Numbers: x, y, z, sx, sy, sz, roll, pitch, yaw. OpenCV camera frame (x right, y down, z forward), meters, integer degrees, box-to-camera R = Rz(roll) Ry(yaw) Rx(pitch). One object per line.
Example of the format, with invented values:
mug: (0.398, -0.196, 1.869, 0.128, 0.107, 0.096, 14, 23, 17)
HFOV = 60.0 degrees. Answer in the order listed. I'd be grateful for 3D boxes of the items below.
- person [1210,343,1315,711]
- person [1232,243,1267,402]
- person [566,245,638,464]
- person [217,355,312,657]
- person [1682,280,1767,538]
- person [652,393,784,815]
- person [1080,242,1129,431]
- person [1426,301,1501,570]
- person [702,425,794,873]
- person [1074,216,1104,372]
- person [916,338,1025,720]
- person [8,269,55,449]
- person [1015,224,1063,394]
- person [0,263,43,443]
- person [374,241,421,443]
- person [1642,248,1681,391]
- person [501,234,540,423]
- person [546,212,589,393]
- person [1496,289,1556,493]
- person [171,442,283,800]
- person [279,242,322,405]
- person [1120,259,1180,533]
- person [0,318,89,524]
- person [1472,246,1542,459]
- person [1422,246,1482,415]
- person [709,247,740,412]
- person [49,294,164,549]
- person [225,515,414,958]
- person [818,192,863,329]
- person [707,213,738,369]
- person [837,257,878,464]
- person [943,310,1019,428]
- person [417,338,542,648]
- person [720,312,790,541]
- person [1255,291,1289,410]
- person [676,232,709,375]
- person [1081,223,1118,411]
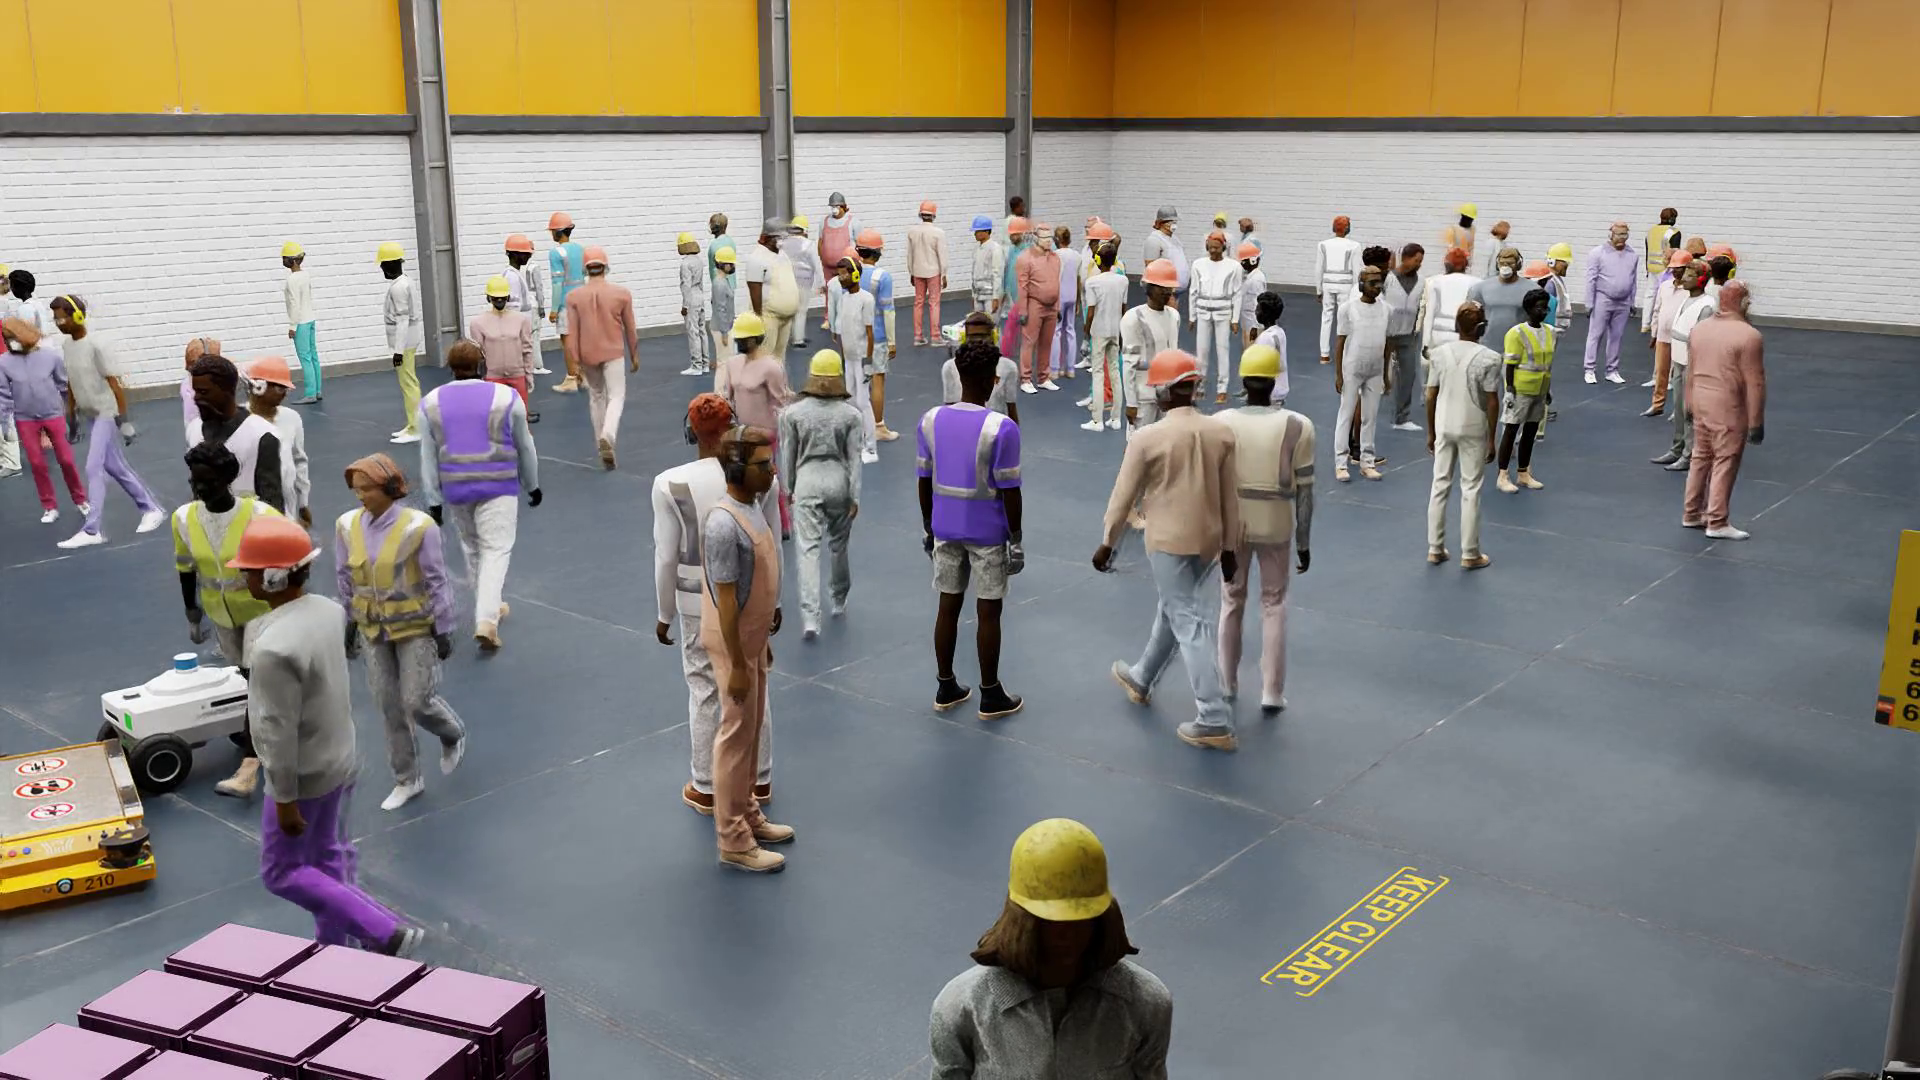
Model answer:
person: (1.538, -0.064, 8.694, 0.604, 1.934, 0.405, 3, 14, 13)
person: (3.189, -2.401, 18.365, 0.348, 1.742, 0.573, 0, 14, 0)
person: (-3.238, -1.668, 15.009, 0.608, 1.961, 0.887, 0, 14, 1)
person: (-4.052, -0.189, 9.611, 0.322, 1.722, 0.687, 9, 17, 33)
person: (5.641, -0.955, 12.291, 0.403, 1.896, 0.681, -4, 15, -16)
person: (-1.060, 0.284, 7.354, 0.583, 1.883, 0.337, -6, 15, -23)
person: (1.436, -2.020, 16.593, 0.526, 1.871, 0.324, -8, 16, -29)
person: (3.443, -0.714, 11.424, 0.506, 1.846, 0.350, 12, 18, 39)
person: (-0.871, 0.442, 6.818, 0.353, 1.840, 0.529, 1, 14, 3)
person: (1.647, -3.037, 20.580, 0.406, 1.911, 0.637, -6, 15, -22)
person: (0.067, -0.053, 8.536, 0.618, 1.964, 0.361, 9, 17, 32)
person: (-8.732, -1.708, 15.722, 0.320, 1.687, 0.539, -4, 15, -15)
person: (0.932, -2.633, 18.969, 0.652, 1.906, 0.402, -12, 18, -40)
person: (-9.036, -1.775, 15.909, 0.699, 1.716, 0.586, -12, 18, -39)
person: (-5.370, -1.895, 15.979, 0.366, 1.926, 0.587, -4, 14, -14)
person: (8.150, -2.536, 19.129, 0.314, 1.636, 0.517, -2, 14, -8)
person: (-4.503, -2.163, 17.049, 0.382, 1.928, 0.545, -4, 14, -14)
person: (-4.492, -2.700, 18.964, 0.378, 2.042, 0.607, 5, 15, 19)
person: (4.720, -1.238, 13.817, 0.540, 1.695, 0.317, -8, 16, -28)
person: (-3.320, 0.348, 7.610, 0.540, 1.630, 0.919, 2, 14, 8)
person: (-7.224, -2.368, 18.193, 0.314, 1.769, 0.523, -1, 14, -4)
person: (1.465, -1.086, 12.513, 0.605, 2.043, 0.379, -13, 19, -43)
person: (-7.023, -0.903, 12.670, 0.527, 1.598, 0.416, -7, 16, -25)
person: (4.967, -1.713, 15.223, 0.633, 1.938, 0.356, 6, 15, 23)
person: (4.871, -1.955, 16.413, 0.630, 1.850, 0.742, 6, 15, 23)
person: (-2.488, -2.227, 17.665, 0.342, 1.754, 0.531, -1, 14, -6)
person: (-6.300, -0.892, 12.211, 0.549, 1.828, 0.886, 9, 17, 32)
person: (-2.209, 0.761, 5.732, 0.486, 1.742, 0.563, 0, 14, 1)
person: (-1.811, -4.143, 24.728, 0.688, 2.000, 0.536, 4, 15, 15)
person: (-2.975, -3.109, 20.800, 0.356, 1.939, 0.638, 2, 14, 9)
person: (-0.942, -1.616, 15.016, 0.333, 1.857, 0.528, -10, 17, -34)
person: (0.129, -0.567, 10.815, 0.526, 1.860, 0.321, 1, 14, 5)
person: (-2.841, -0.285, 9.813, 0.636, 1.808, 0.939, 0, 14, 1)
person: (-1.512, -0.745, 11.804, 0.536, 1.723, 0.908, 13, 19, 41)
person: (2.521, -1.183, 13.616, 0.319, 1.690, 0.539, 6, 15, 21)
person: (-3.298, -2.894, 20.362, 0.330, 1.733, 0.492, 4, 15, 15)
person: (1.513, -2.381, 17.781, 0.393, 1.995, 0.612, -1, 14, -6)
